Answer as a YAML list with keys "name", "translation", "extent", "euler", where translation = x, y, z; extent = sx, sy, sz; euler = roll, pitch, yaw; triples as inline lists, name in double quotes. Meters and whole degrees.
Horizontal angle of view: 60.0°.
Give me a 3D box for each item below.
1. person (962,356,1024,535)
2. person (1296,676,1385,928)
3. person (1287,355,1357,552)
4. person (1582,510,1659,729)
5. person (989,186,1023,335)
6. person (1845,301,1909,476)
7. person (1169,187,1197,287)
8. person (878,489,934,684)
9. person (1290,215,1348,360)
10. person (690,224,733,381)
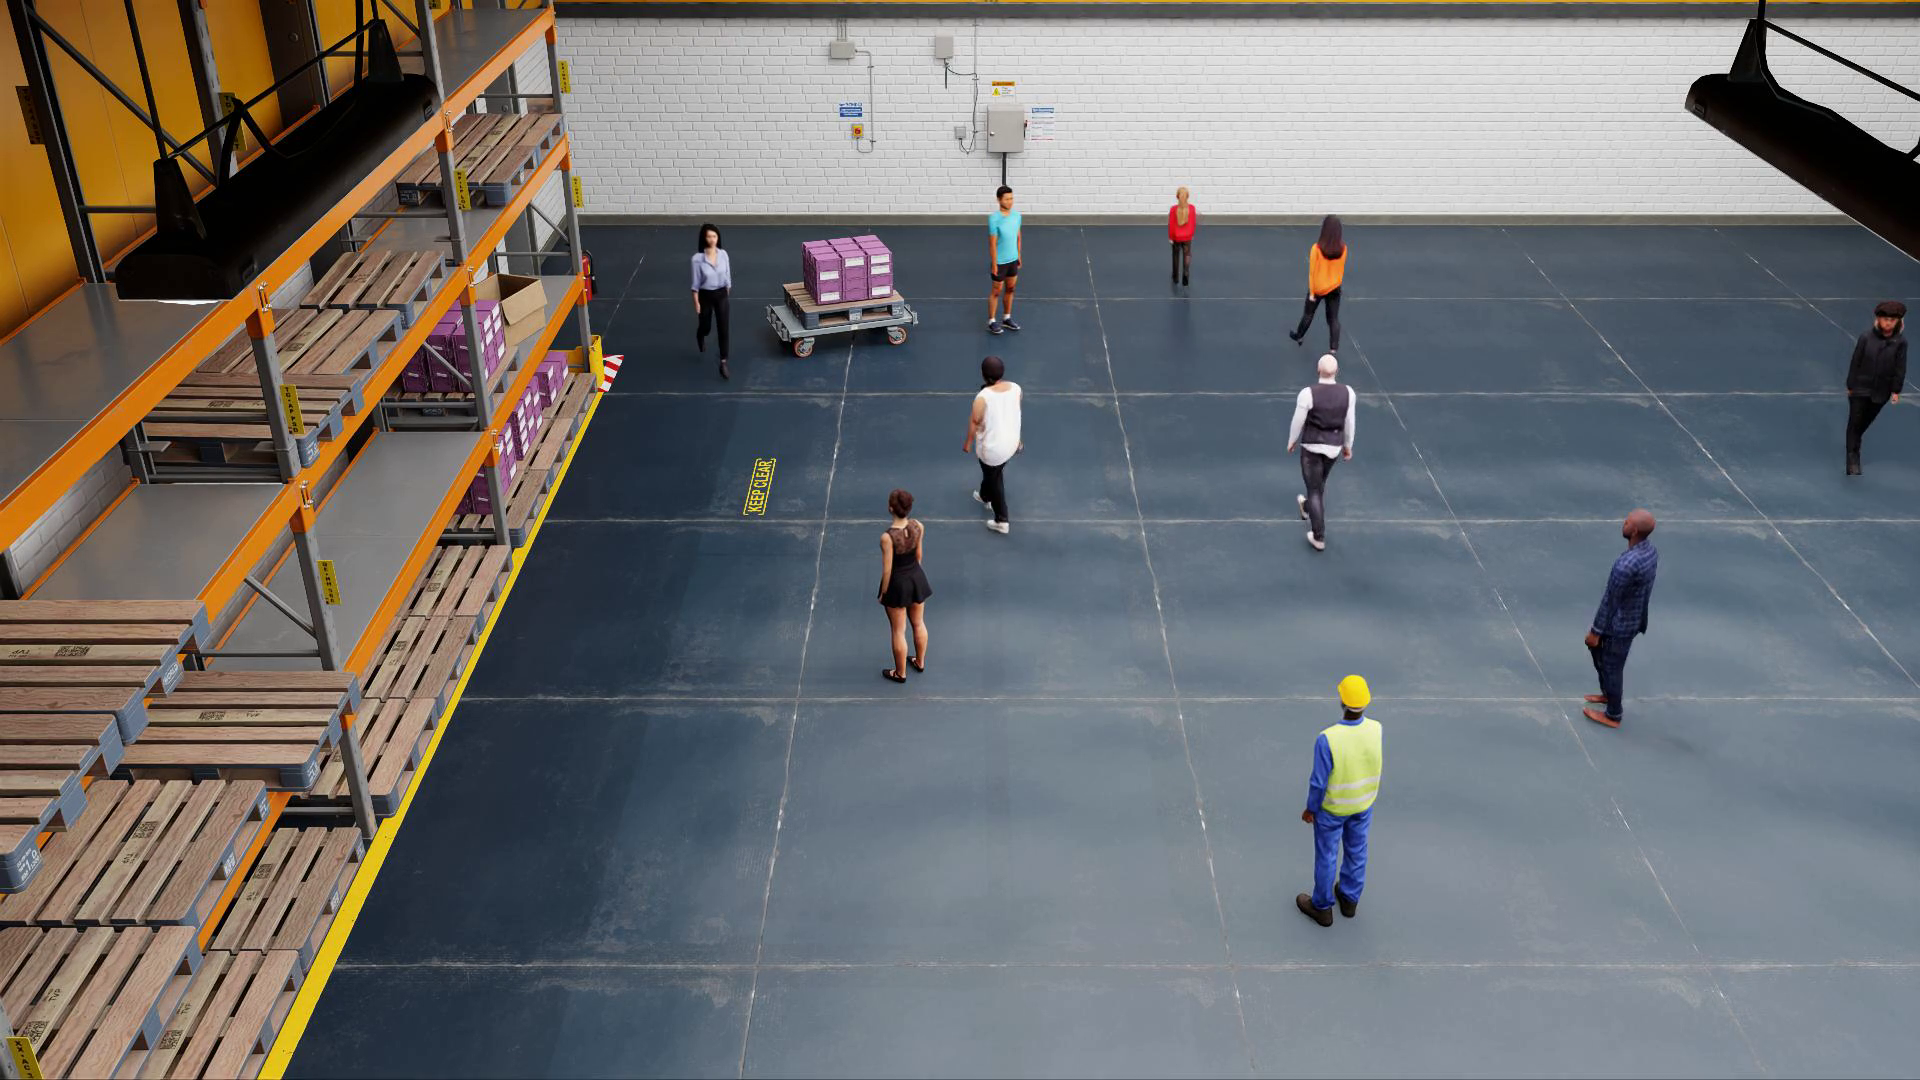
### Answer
- name: "person"
  translation: [0.356, -0.854, 15.268]
  extent: [1.000, 1.661, 1.087]
  euler: [-23, 36, -36]
- name: "person"
  translation: [2.425, 1.648, 10.527]
  extent: [0.734, 1.810, 0.694]
  euler: [-9, 30, -16]
- name: "person"
  translation: [3.266, -0.748, 14.939]
  extent: [0.847, 1.790, 1.153]
  euler: [-5, 29, -9]
- name: "person"
  translation: [5.023, 0.623, 12.409]
  extent: [0.854, 1.806, 0.781]
  euler: [20, 34, 32]
- name: "person"
  translation: [0.515, -3.320, 19.673]
  extent: [0.681, 1.773, 0.722]
  euler: [-22, 36, -35]
- name: "person"
  translation: [9.006, -1.532, 16.444]
  extent: [0.796, 1.727, 1.152]
  euler: [7, 29, 12]
- name: "person"
  translation: [2.832, -3.841, 21.151]
  extent: [0.486, 1.272, 0.719]
  euler: [0, 29, 0]
- name: "person"
  translation: [-0.446, 0.350, 13.050]
  extent: [0.682, 1.672, 0.734]
  euler: [-22, 36, -35]
- name: "person"
  translation: [4.160, -2.765, 18.720]
  extent: [0.837, 1.710, 1.166]
  euler: [-8, 30, -14]
- name: "person"
  translation: [-2.795, -2.687, 18.563]
  extent: [0.929, 1.725, 1.126]
  euler: [-14, 32, -24]
